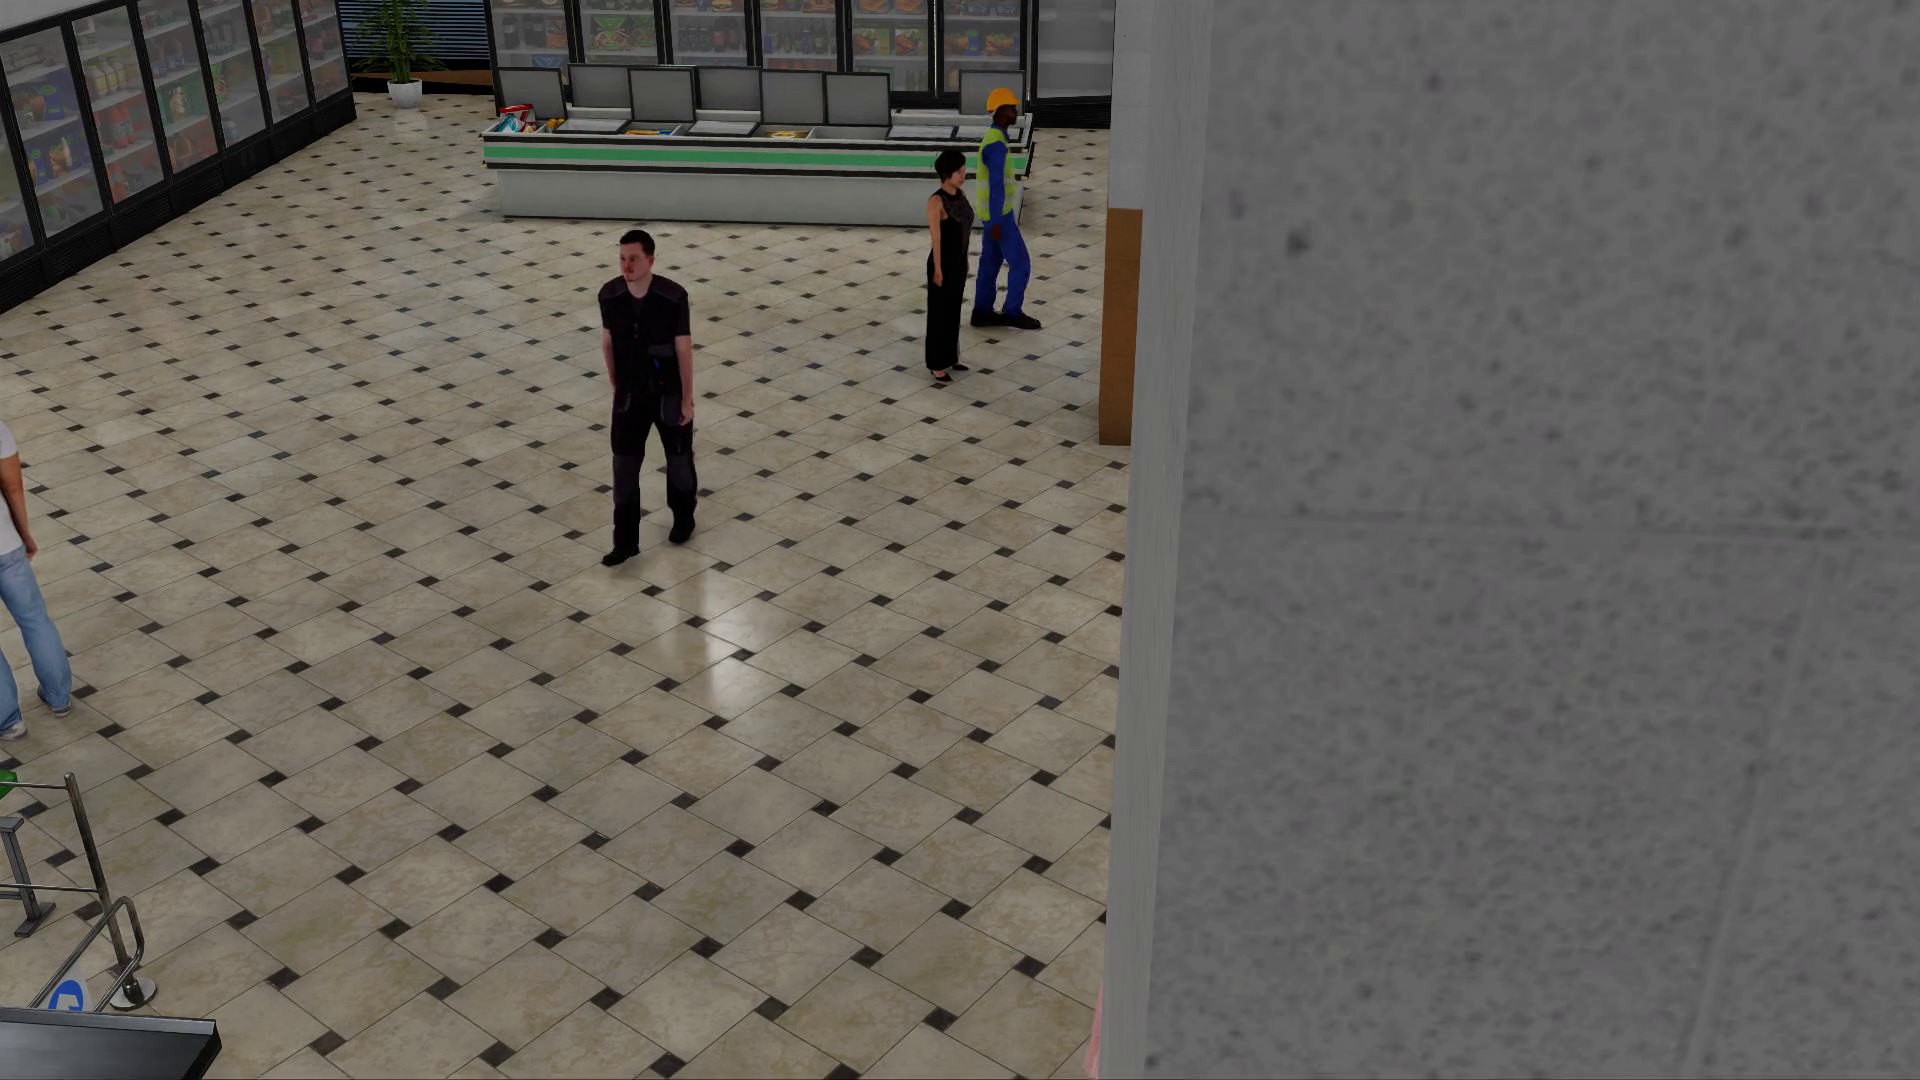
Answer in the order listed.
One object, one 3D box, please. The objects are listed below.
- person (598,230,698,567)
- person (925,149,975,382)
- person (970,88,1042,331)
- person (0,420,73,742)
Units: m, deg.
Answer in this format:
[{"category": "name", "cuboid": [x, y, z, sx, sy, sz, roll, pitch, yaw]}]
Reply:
[{"category": "person", "cuboid": [-1.652, -0.824, 9.173, 0.912, 1.820, 0.825, 4, 27, 8]}, {"category": "person", "cuboid": [-0.088, -1.917, 11.567, 0.652, 1.603, 0.658, 14, 30, 26]}, {"category": "person", "cuboid": [0.210, -2.439, 12.379, 0.789, 1.801, 0.732, -1, 27, -2]}, {"category": "person", "cuboid": [-4.403, 0.029, 7.441, 0.724, 1.864, 0.752, 16, 31, 28]}]
